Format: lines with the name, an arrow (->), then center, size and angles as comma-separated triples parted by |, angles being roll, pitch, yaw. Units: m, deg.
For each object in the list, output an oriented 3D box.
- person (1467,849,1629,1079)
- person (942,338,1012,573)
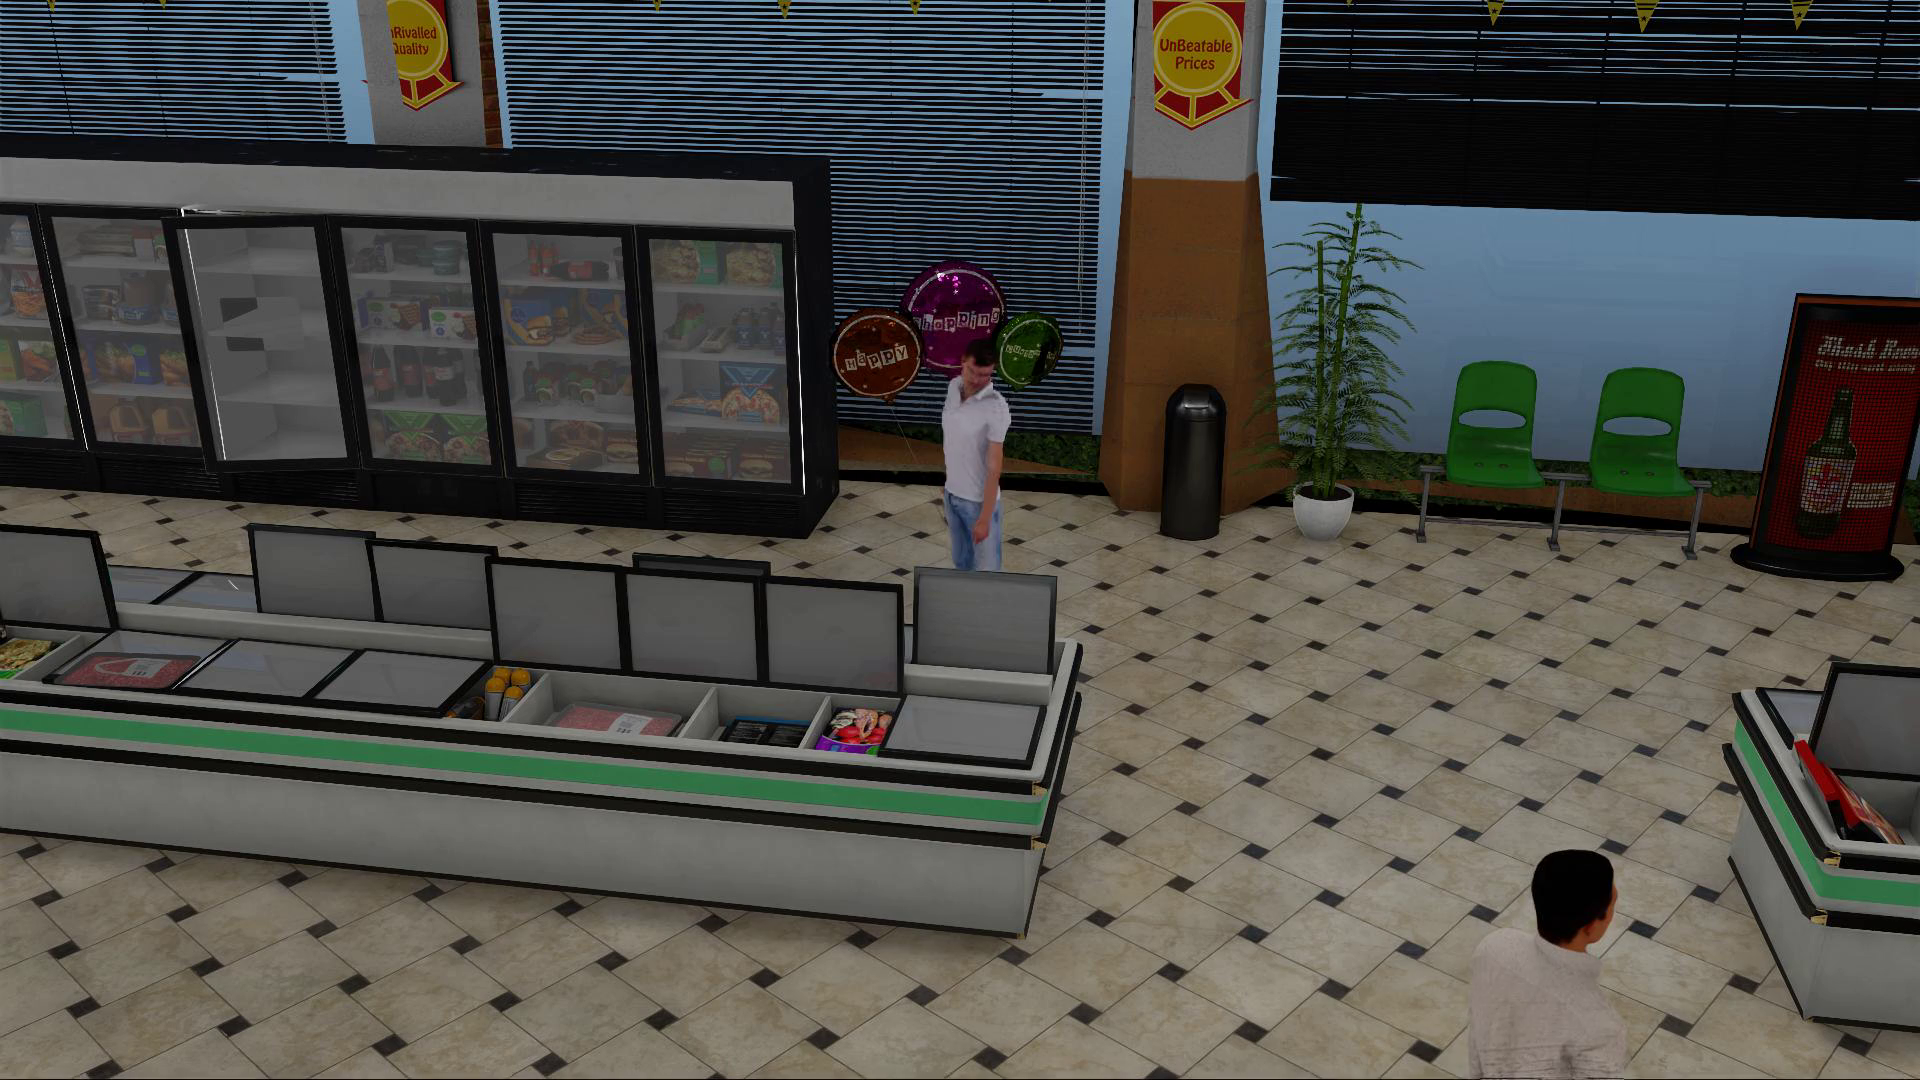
person -> 1.479, 1.605, 4.323 | 0.748, 1.810, 0.749 | -8, 23, -19
person -> 0.059, -0.248, 8.915 | 0.911, 1.823, 0.889 | -7, 23, -16
